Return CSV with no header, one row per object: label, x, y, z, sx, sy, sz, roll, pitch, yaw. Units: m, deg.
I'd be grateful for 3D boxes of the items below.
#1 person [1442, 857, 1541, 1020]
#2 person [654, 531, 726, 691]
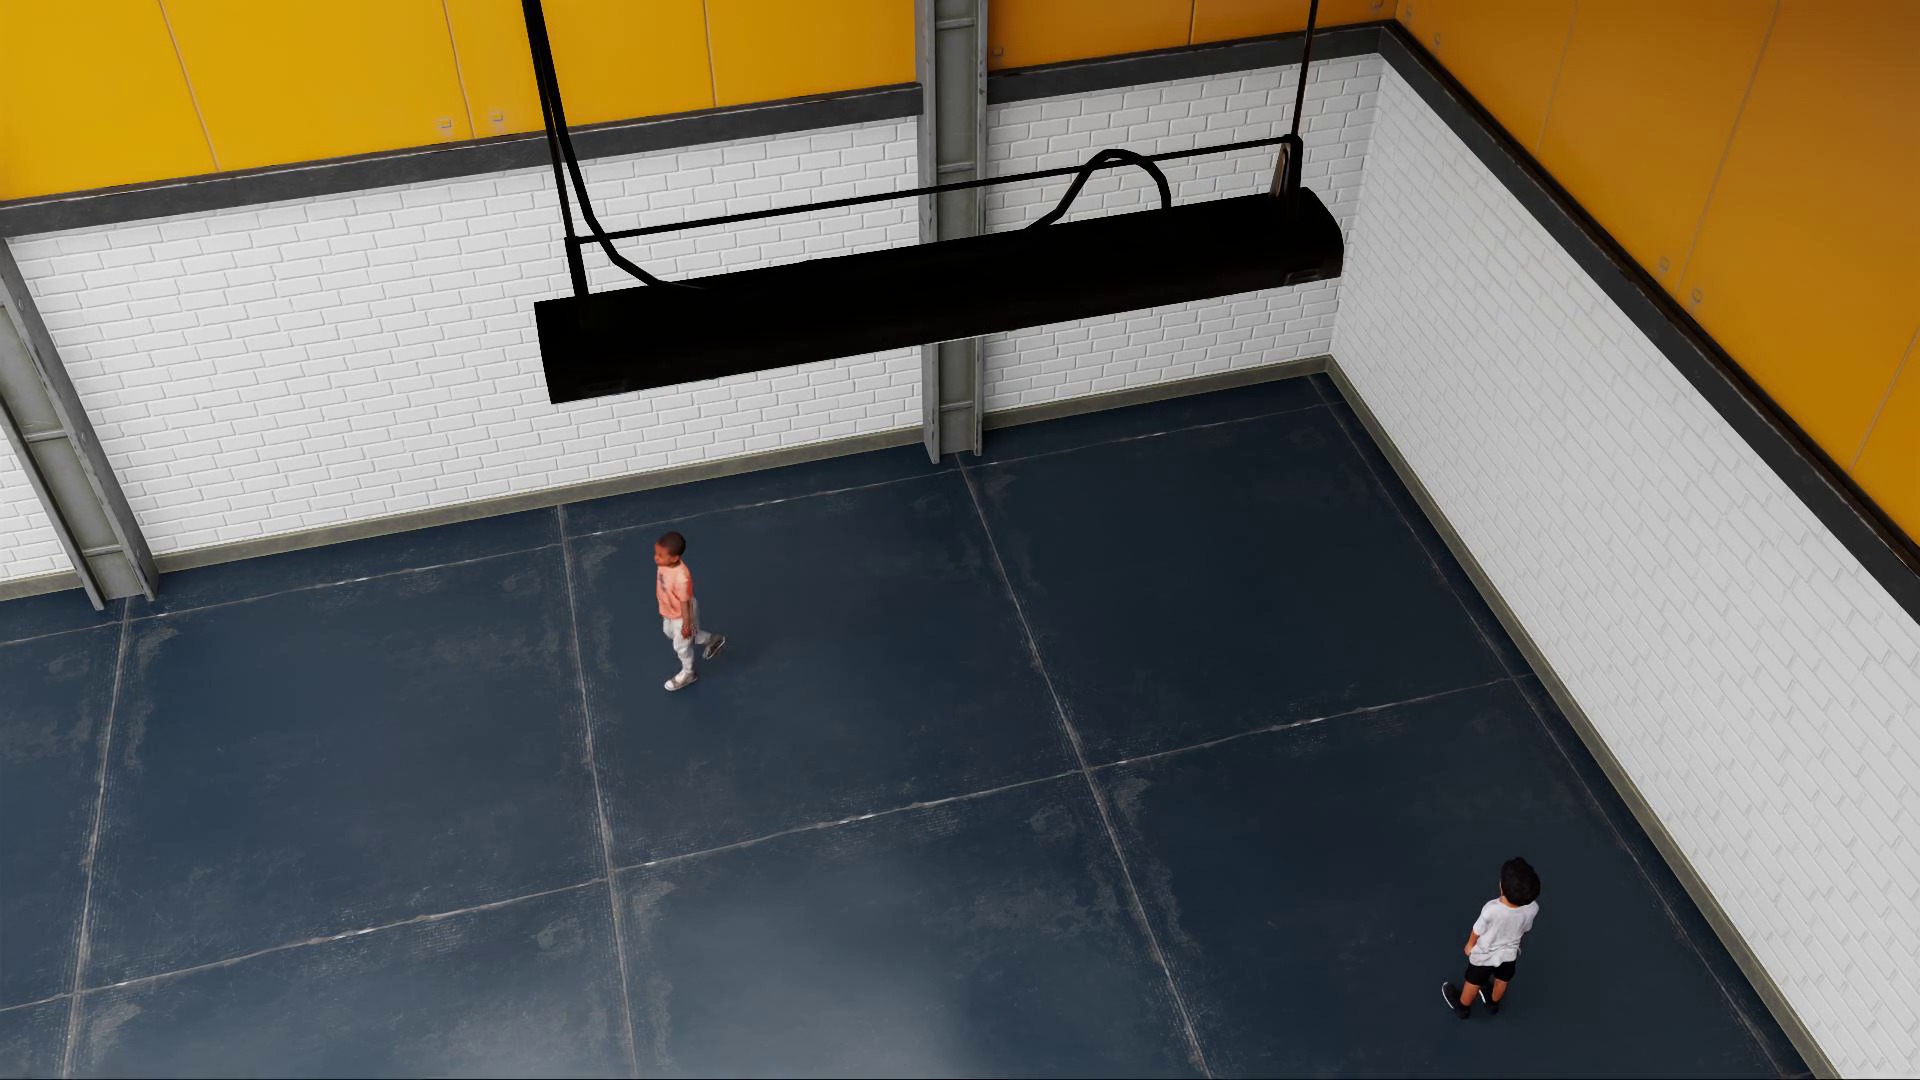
person,2.878,2.154,8.890,0.436,1.255,0.557,-6,44,-6
person,-1.750,0.416,10.683,0.738,1.298,0.575,-20,47,-20
